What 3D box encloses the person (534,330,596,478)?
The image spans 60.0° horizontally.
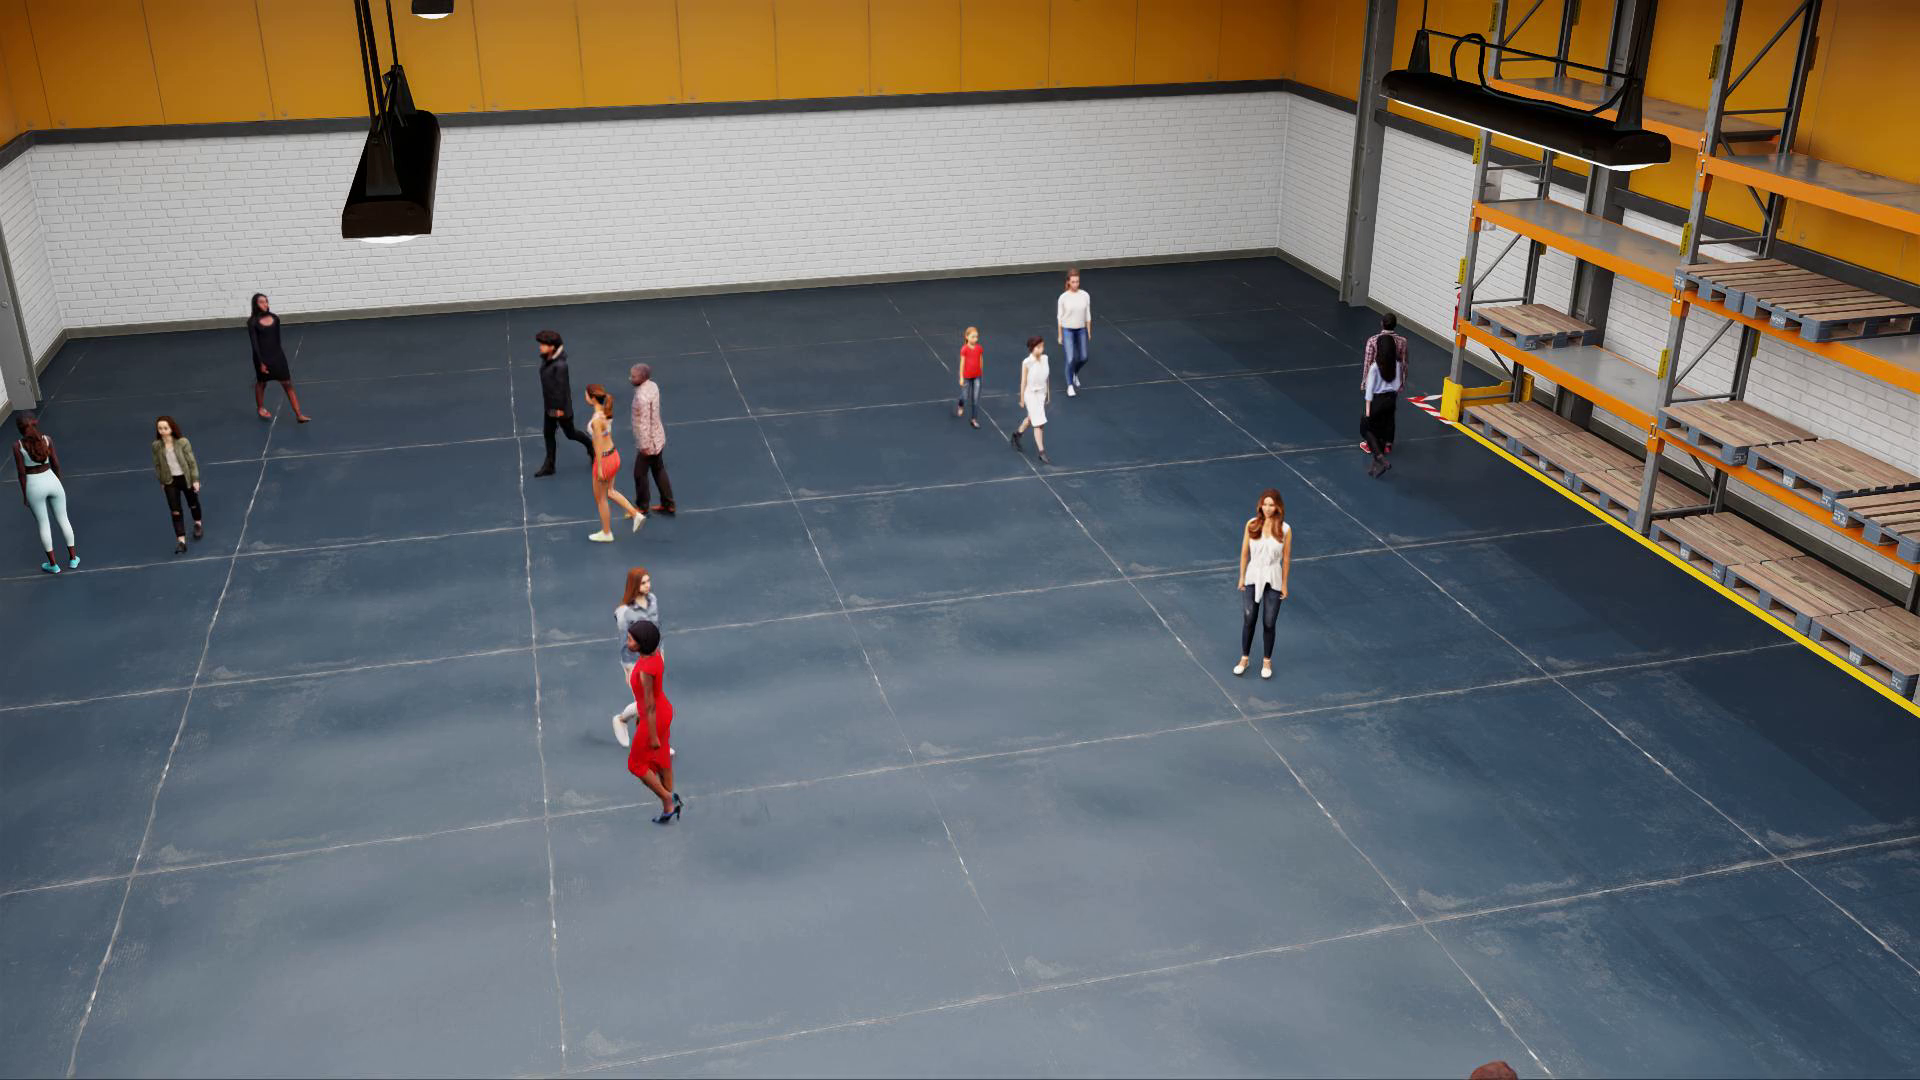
[{"bbox_3d":[-4.647,-1.605,19.517,1.133,1.753,1.053,21,31,40],"label":"person"}]

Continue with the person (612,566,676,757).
[{"bbox_3d":[-2.672,0.990,13.654,0.942,1.695,0.877,14,27,29],"label":"person"}]

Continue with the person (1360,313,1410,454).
[{"bbox_3d":[5.151,-1.915,20.218,0.762,1.760,0.709,1,24,2],"label":"person"}]

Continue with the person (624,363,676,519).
[{"bbox_3d":[-3.368,-1.095,18.314,0.968,1.782,0.855,4,24,10],"label":"person"}]

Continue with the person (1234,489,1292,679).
[{"bbox_3d":[2.729,0.379,14.941,0.679,1.784,0.700,8,25,17],"label":"person"}]

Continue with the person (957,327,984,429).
[{"bbox_3d":[0.115,-2.098,21.208,0.525,1.303,0.726,-9,25,-20],"label":"person"}]

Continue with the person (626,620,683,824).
[{"bbox_3d":[-2.239,1.405,12.658,0.693,1.732,0.605,-1,24,-3],"label":"person"}]

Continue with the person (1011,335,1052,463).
[{"bbox_3d":[0.861,-1.731,20.090,0.822,1.526,1.064,-19,30,-37],"label":"person"}]

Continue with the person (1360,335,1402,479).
[{"bbox_3d":[4.946,-1.510,19.322,0.731,1.736,0.822,-11,26,-24],"label":"person"}]

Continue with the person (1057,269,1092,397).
[{"bbox_3d":[1.503,-2.794,22.289,0.654,1.711,0.702,-4,24,-10],"label":"person"}]

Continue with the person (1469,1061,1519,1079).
[{"bbox_3d":[2.479,3.322,8.193,0.689,1.795,0.518,-9,25,-20],"label":"person"}]

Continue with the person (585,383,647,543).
[{"bbox_3d":[-3.679,-0.804,17.661,0.841,1.774,0.892,4,24,9],"label":"person"}]

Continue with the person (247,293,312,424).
[{"bbox_3d":[-8.858,-2.281,21.173,1.271,1.666,1.111,17,29,34],"label":"person"}]

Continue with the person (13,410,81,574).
[{"bbox_3d":[-9.384,-0.503,17.033,0.676,1.725,0.648,21,31,40],"label":"person"}]

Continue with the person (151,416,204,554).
[{"bbox_3d":[-8.270,-0.633,17.684,0.600,1.440,0.973,-5,24,-12],"label":"person"}]
